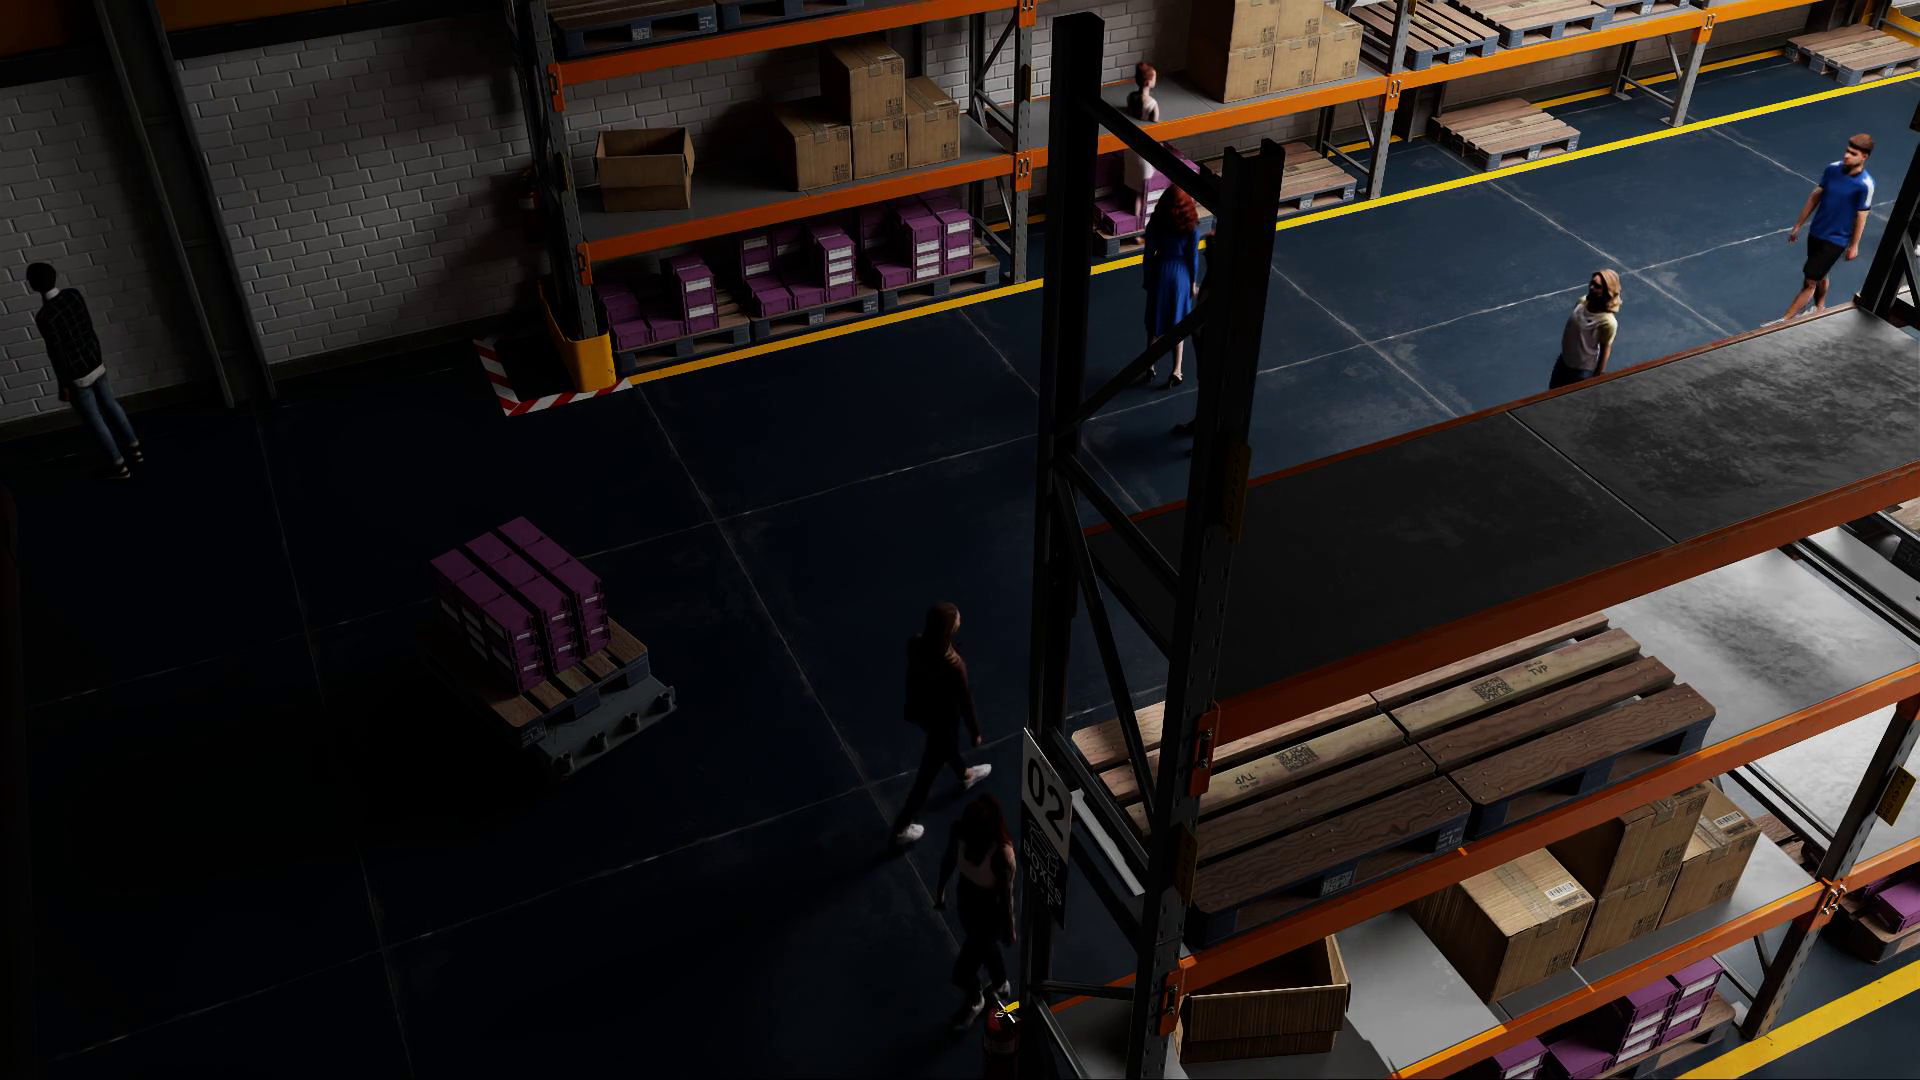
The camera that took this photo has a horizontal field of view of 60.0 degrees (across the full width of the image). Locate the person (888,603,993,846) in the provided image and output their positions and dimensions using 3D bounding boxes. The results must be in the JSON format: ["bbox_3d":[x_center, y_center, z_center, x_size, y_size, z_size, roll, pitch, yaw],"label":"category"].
[{"bbox_3d":[-0.192,1.109,9.734,1.190,1.652,0.857,-29,47,-31],"label":"person"}]

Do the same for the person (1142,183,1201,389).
[{"bbox_3d":[1.699,-2.053,13.559,0.707,1.820,0.767,12,40,15],"label":"person"}]

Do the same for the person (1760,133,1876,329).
[{"bbox_3d":[7.533,-2.617,14.259,1.126,1.829,0.711,-15,41,-17],"label":"person"}]

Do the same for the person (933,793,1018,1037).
[{"bbox_3d":[0.188,1.894,8.688,0.754,1.731,0.707,-25,45,-28],"label":"person"}]

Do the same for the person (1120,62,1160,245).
[{"bbox_3d":[1.654,-3.596,15.513,0.550,1.794,0.587,-24,44,-27],"label":"person"}]

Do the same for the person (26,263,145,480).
[{"bbox_3d":[-6.645,-1.286,12.600,0.758,1.819,0.742,7,39,9],"label":"person"}]

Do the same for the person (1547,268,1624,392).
[{"bbox_3d":[4.802,-1.331,12.742,0.959,1.712,0.739,-9,40,-11],"label":"person"}]
